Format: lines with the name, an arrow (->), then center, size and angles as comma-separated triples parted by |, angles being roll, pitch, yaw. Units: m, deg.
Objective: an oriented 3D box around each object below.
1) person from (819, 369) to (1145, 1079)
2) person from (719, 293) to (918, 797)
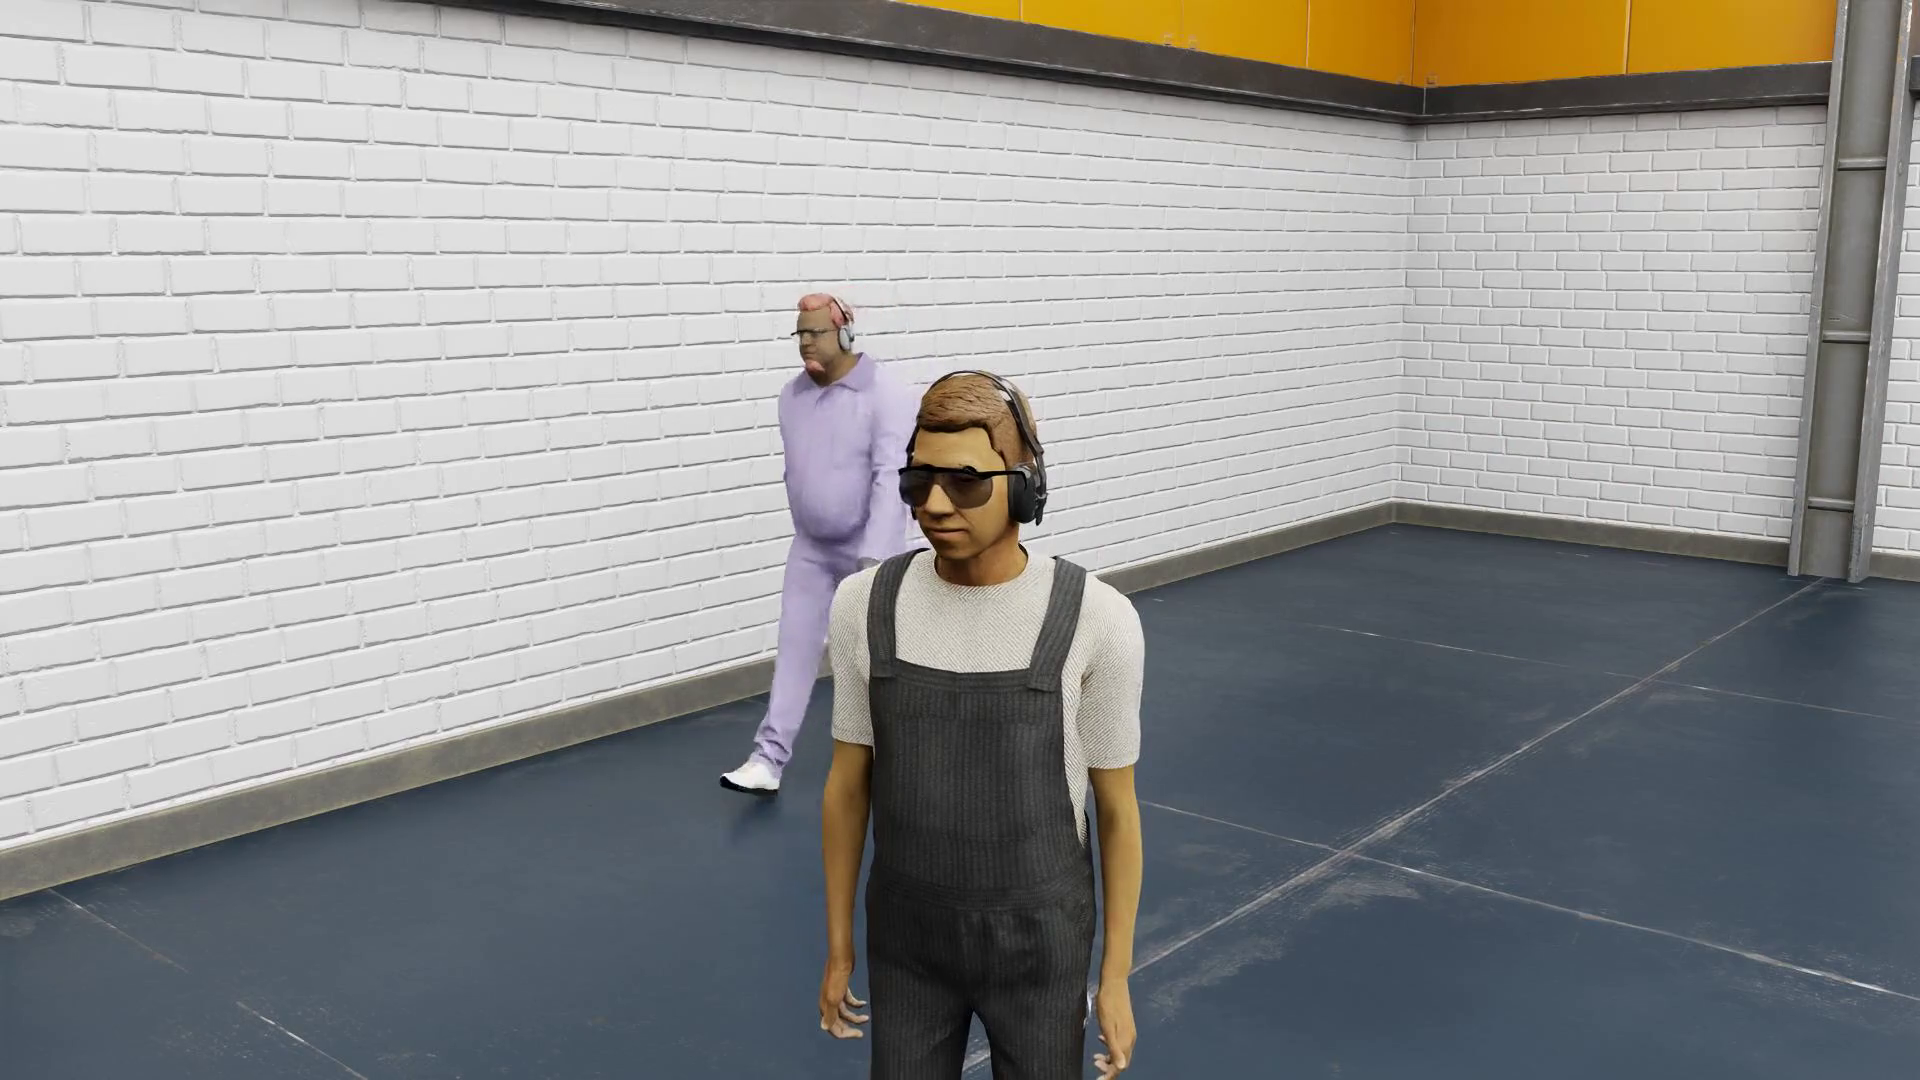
person -> 0.026, 0.654, 2.613 | 0.516, 1.843, 0.327 | 3, 10, 15
person -> -0.462, 0.034, 6.128 | 0.655, 1.854, 1.005 | 6, 12, 30
